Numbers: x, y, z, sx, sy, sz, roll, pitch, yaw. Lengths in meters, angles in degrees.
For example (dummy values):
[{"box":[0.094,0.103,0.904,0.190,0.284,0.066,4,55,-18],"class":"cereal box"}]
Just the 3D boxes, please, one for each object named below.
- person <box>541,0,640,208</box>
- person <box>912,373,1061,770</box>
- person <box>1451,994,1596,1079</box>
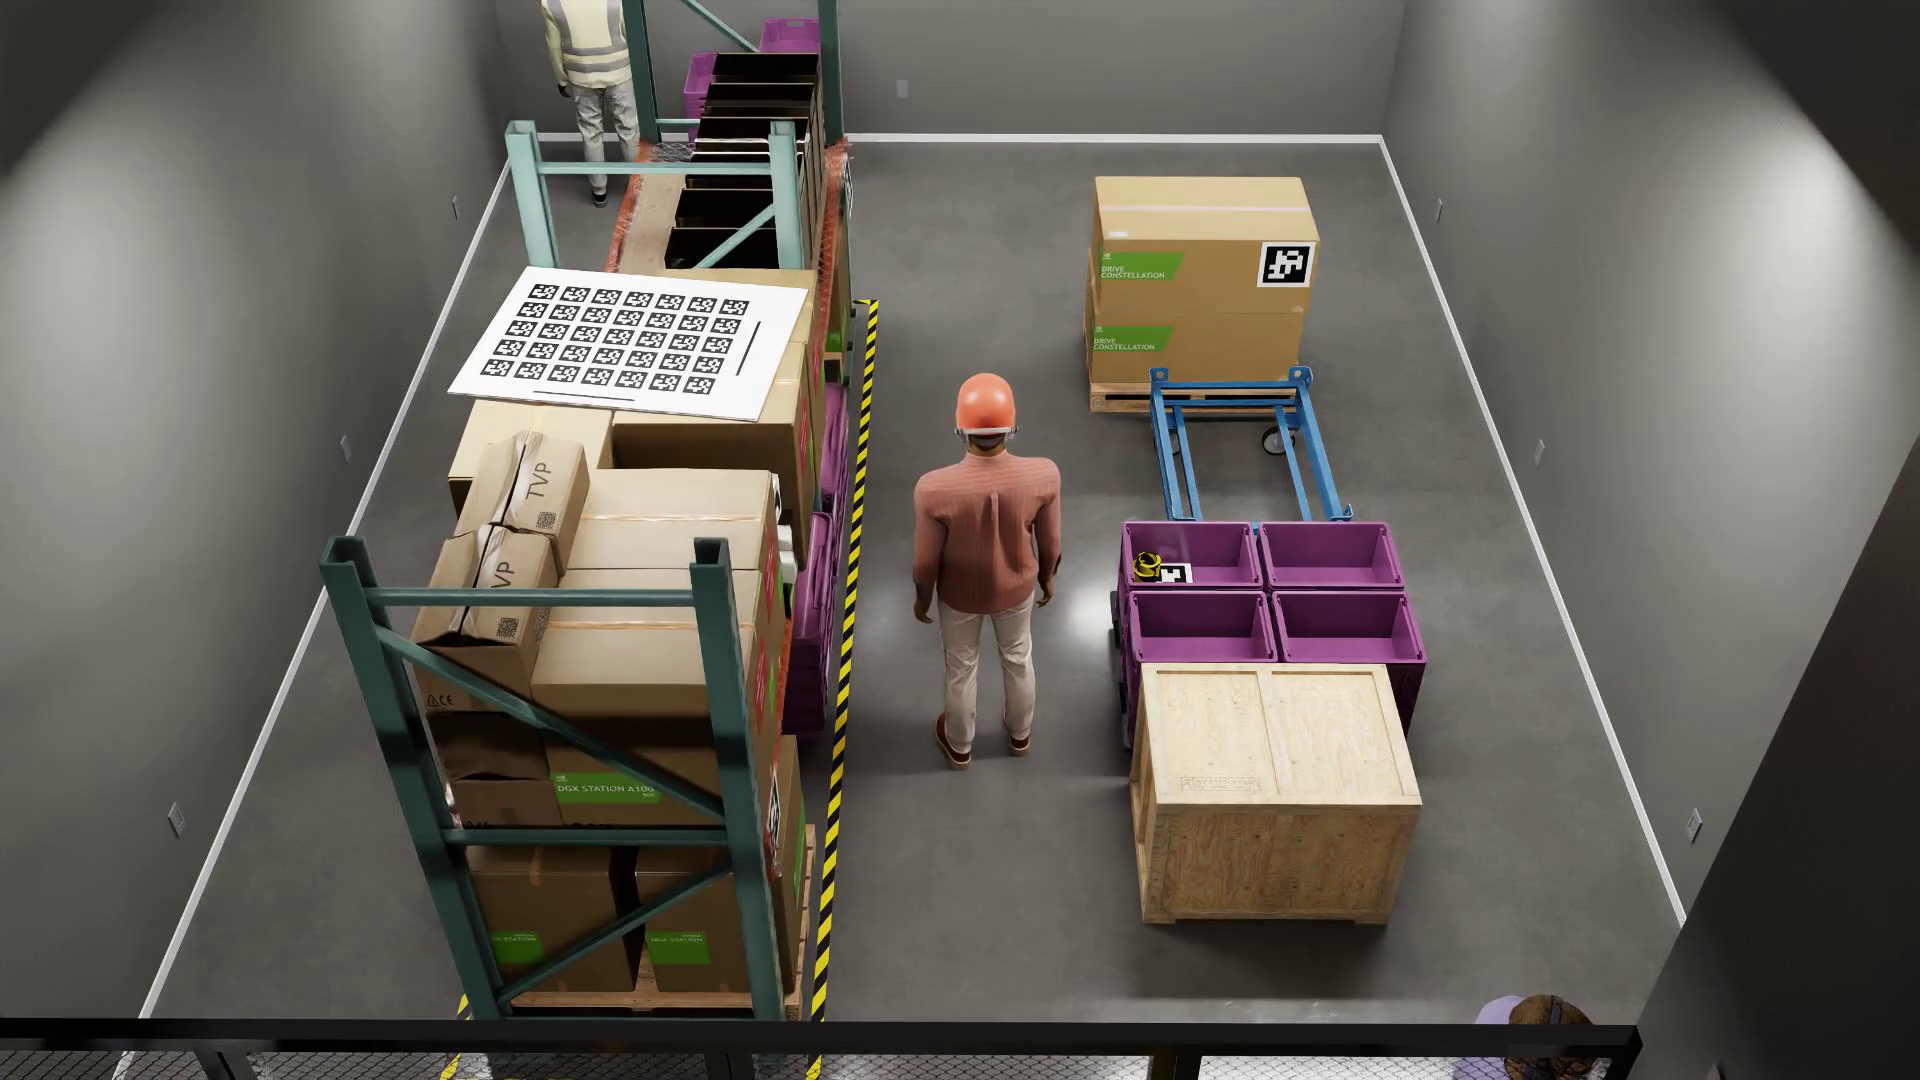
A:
[{"box":[-2.299,-2.997,10.609,0.587,1.835,0.403,-4,41,-5],"class":"person"},{"box":[0.103,0.163,6.887,0.626,1.991,0.389,-9,42,-11],"class":"person"},{"box":[1.530,1.935,4.907,0.373,1.940,0.628,11,42,12],"class":"person"}]
